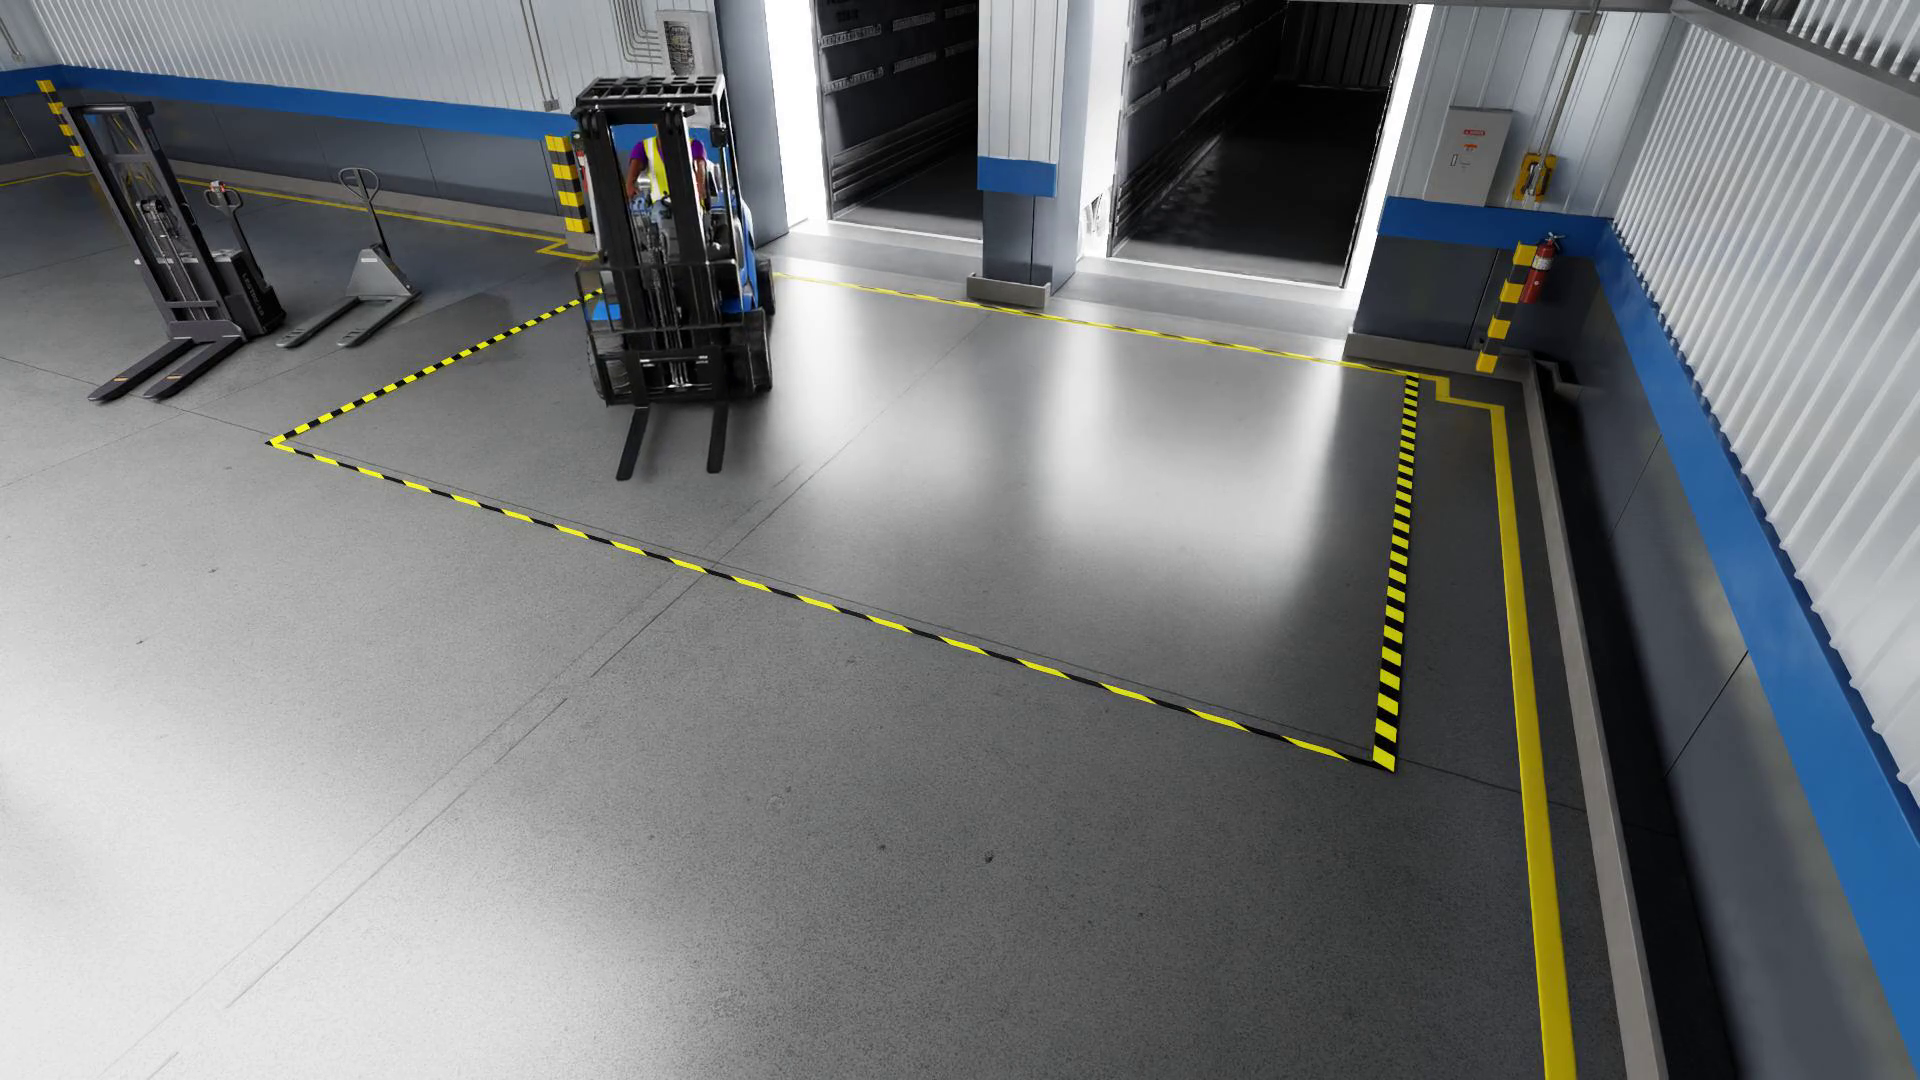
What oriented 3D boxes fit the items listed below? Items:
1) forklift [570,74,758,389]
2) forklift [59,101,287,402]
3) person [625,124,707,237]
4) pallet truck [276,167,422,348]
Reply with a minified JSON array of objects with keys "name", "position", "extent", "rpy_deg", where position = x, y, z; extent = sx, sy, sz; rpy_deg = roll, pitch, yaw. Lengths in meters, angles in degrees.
[{"name":"forklift","position":[-2.318,-2.607,7.438],"extent":[1.157,2.036,2.680],"rpy_deg":[-5,35,-7]},{"name":"forklift","position":[-6.686,-2.387,7.434],"extent":[0.823,1.965,1.885],"rpy_deg":[-3,35,-5]},{"name":"person","position":[-2.316,-2.726,7.282],"extent":[0.635,1.293,1.004],"rpy_deg":[-5,35,-7]},{"name":"pallet truck","position":[-5.732,-2.611,8.414],"extent":[0.680,1.201,1.601],"rpy_deg":[-1,35,-1]}]
